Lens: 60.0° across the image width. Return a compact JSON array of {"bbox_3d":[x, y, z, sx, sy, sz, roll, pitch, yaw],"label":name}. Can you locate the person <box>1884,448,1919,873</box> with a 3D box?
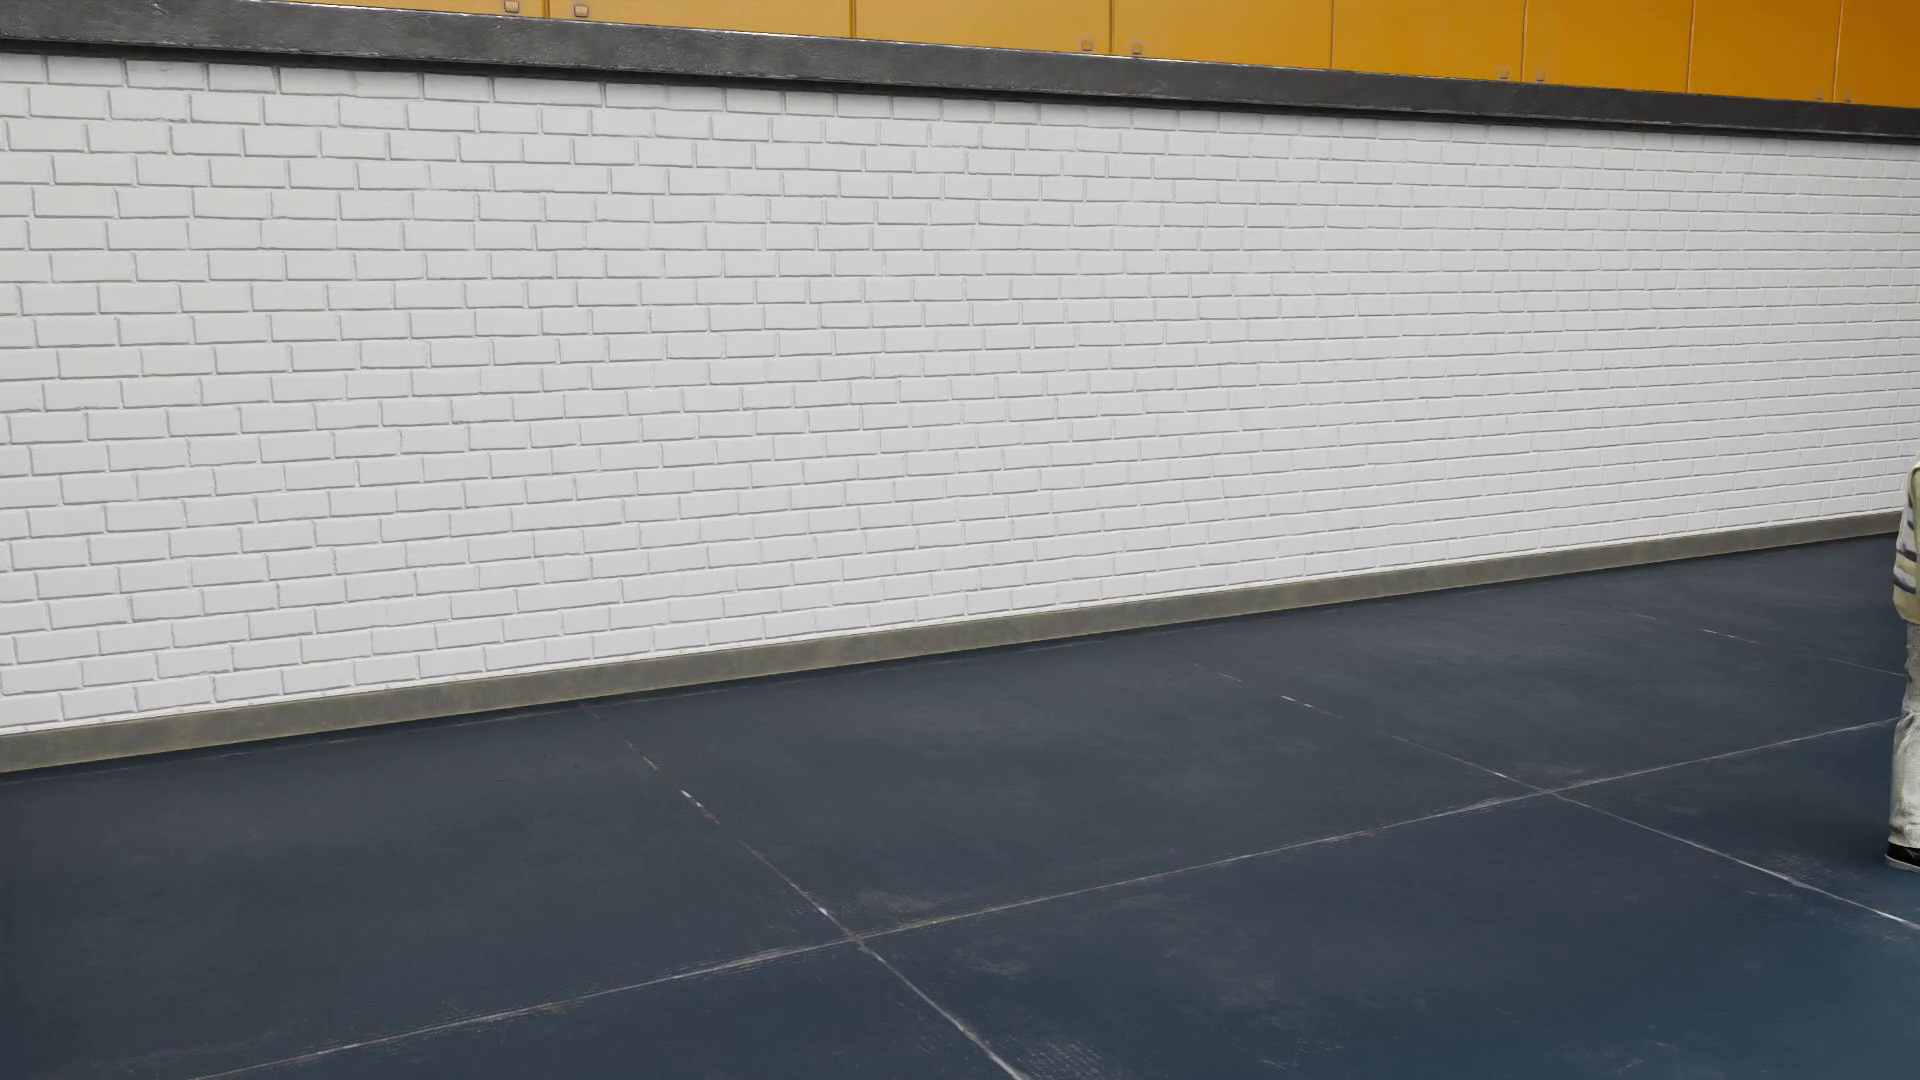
[{"bbox_3d":[3.417,0.241,5.681,0.403,1.826,0.592,10,14,44],"label":"person"}]
